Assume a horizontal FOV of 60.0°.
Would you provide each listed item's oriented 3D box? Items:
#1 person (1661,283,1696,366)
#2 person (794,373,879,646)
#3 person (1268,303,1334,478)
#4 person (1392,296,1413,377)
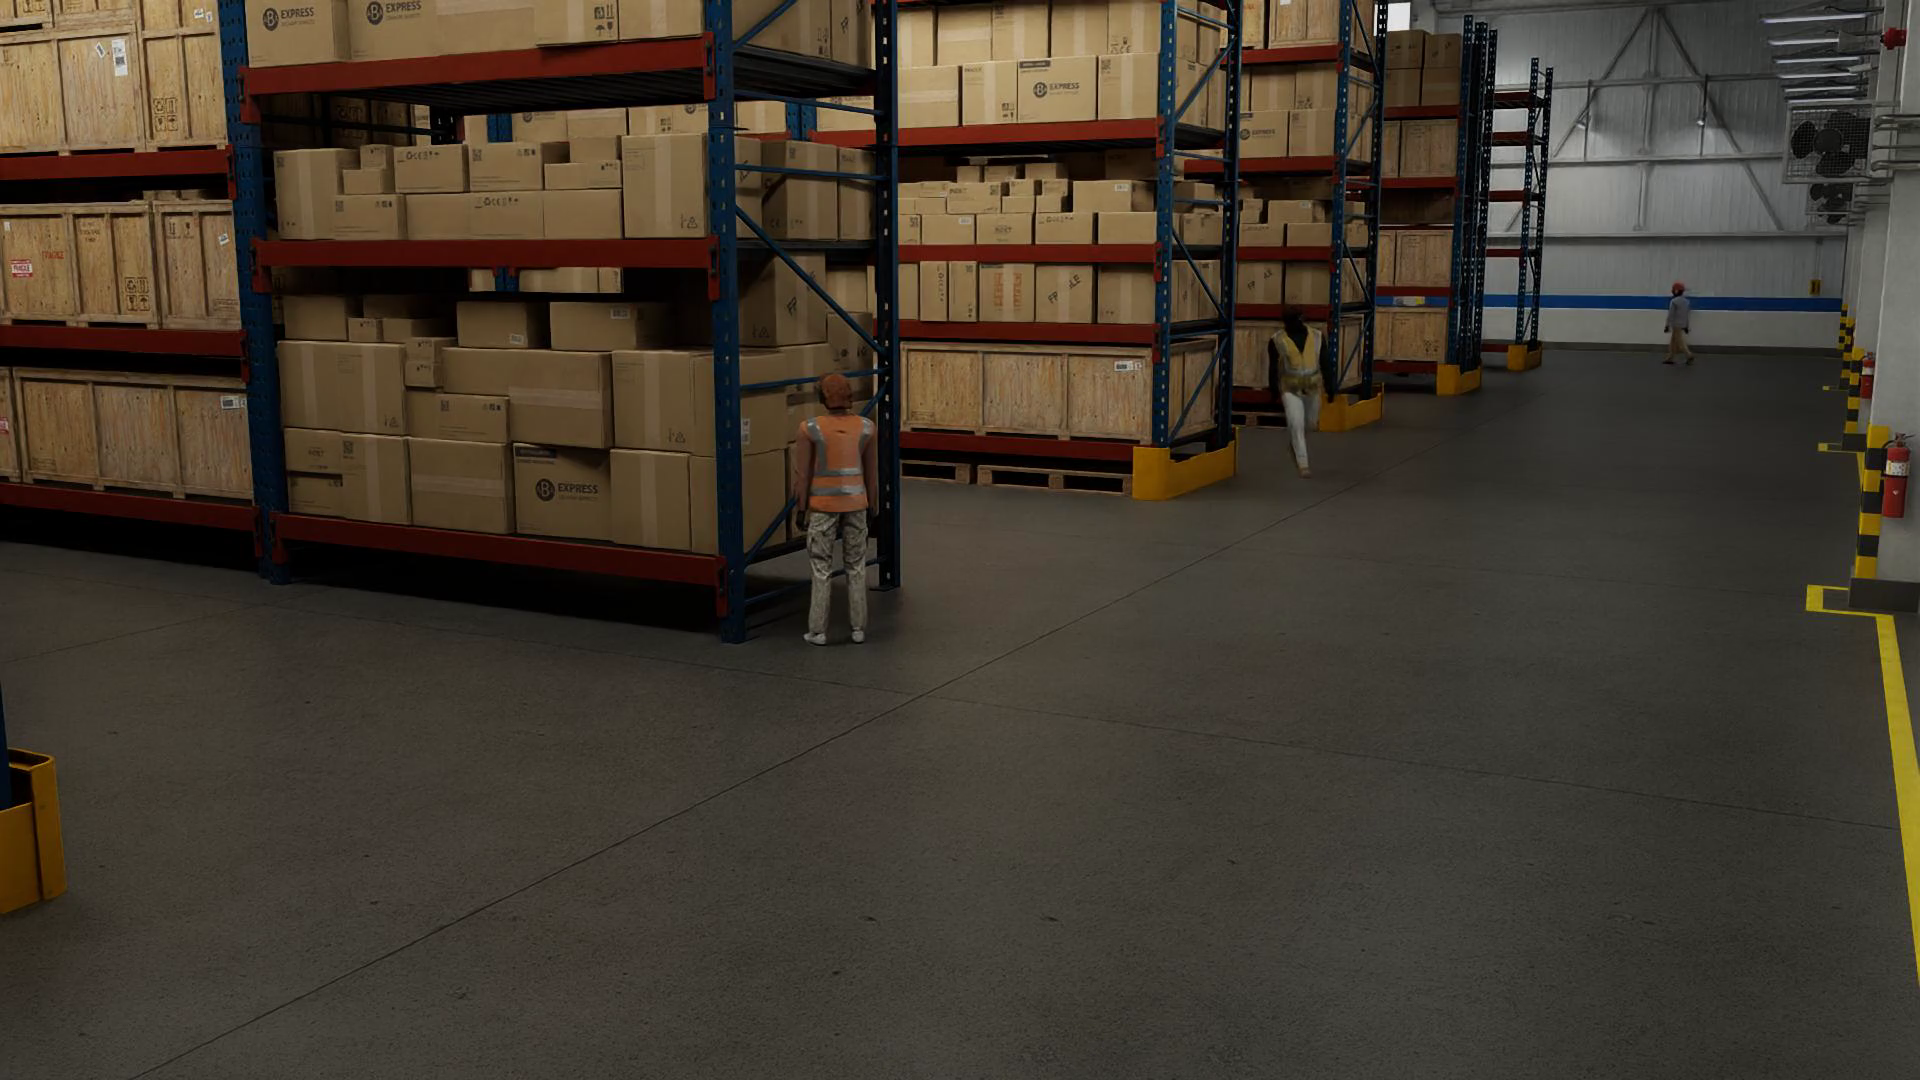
[{"bbox_3d":[14.977,-4.481,34.548,0.554,1.721,0.758,-8,12,-38],"label":"person"},{"bbox_3d":[-0.725,-0.177,9.891,0.523,1.631,0.316,-4,11,-23],"label":"person"},{"bbox_3d":[3.562,-1.586,17.530,0.660,1.813,0.778,-1,10,-3],"label":"person"},{"bbox_3d":[8.265,-4.019,31.355,0.592,1.896,0.536,-8,13,-40],"label":"person"}]
